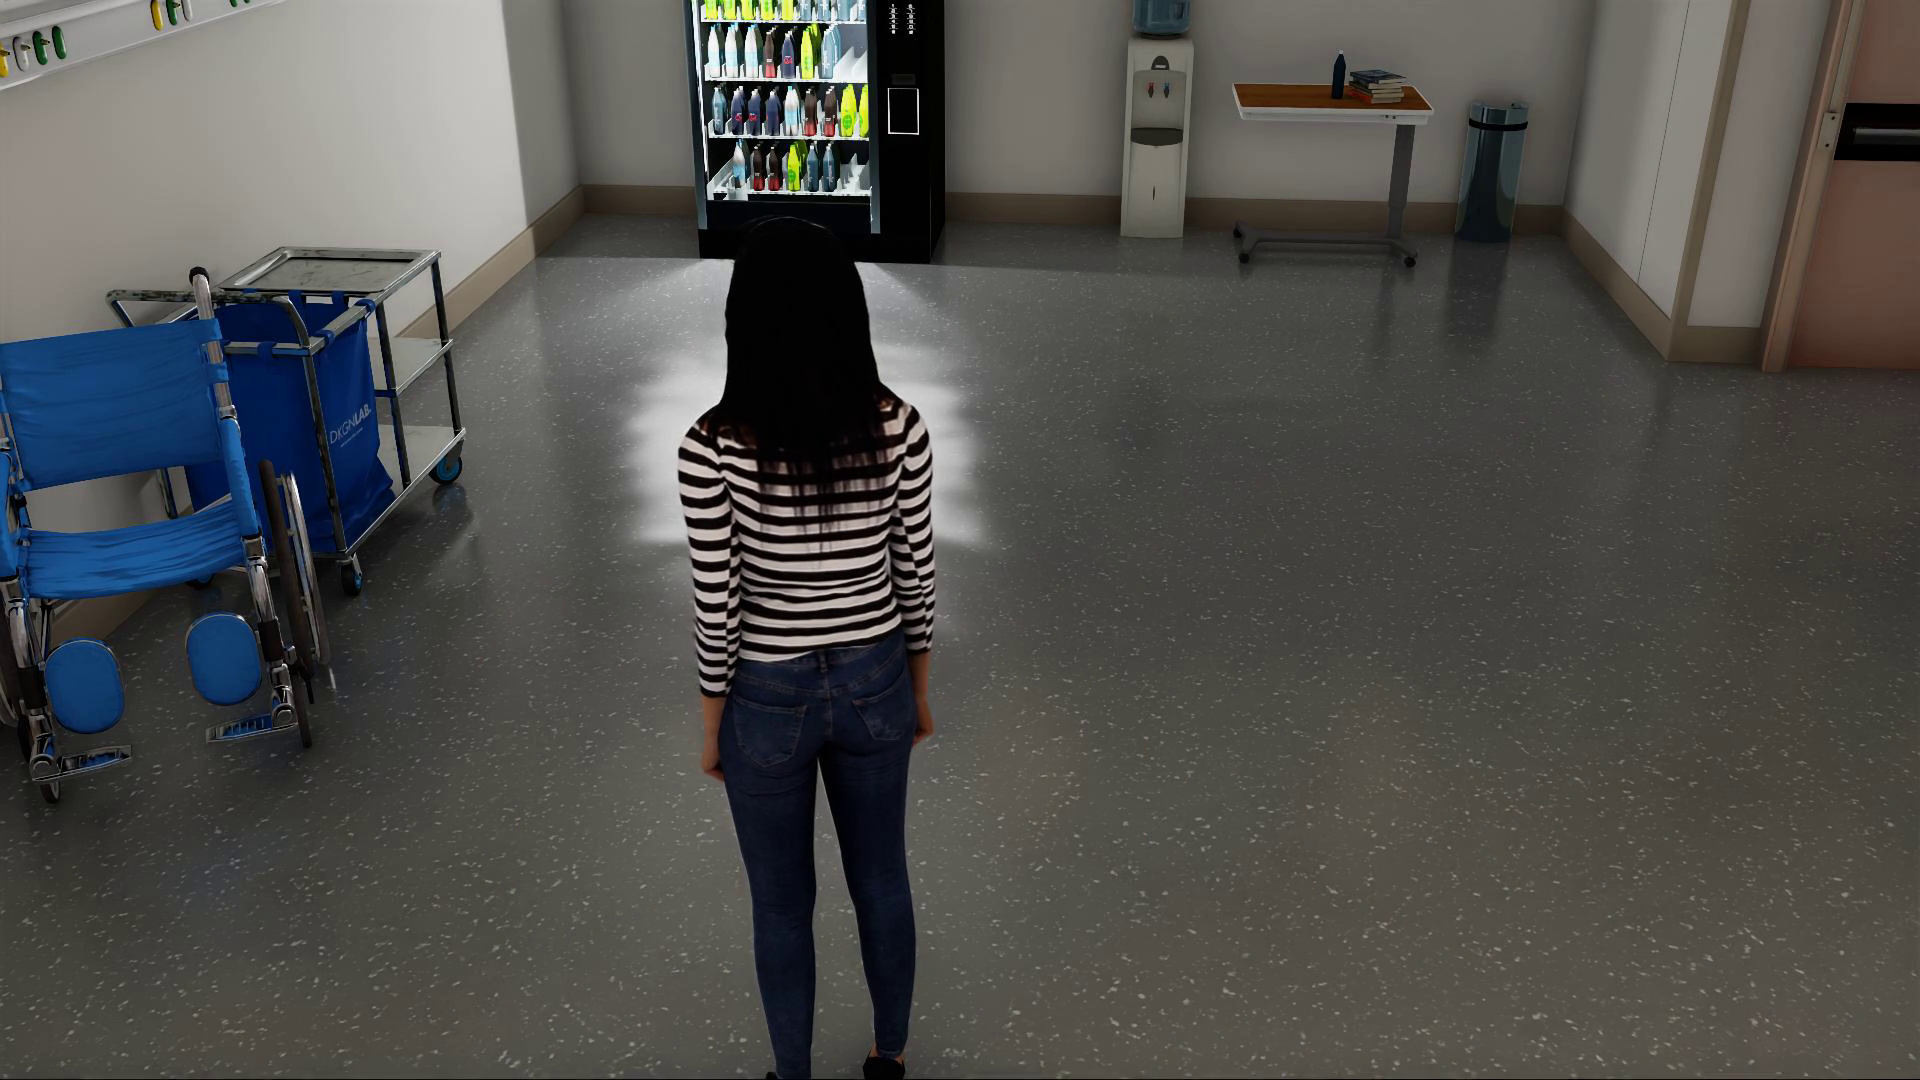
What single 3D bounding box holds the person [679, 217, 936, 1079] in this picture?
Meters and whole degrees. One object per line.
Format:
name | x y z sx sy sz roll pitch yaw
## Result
person | -0.253 0.316 2.936 0.554 1.797 0.700 -9 27 -17
